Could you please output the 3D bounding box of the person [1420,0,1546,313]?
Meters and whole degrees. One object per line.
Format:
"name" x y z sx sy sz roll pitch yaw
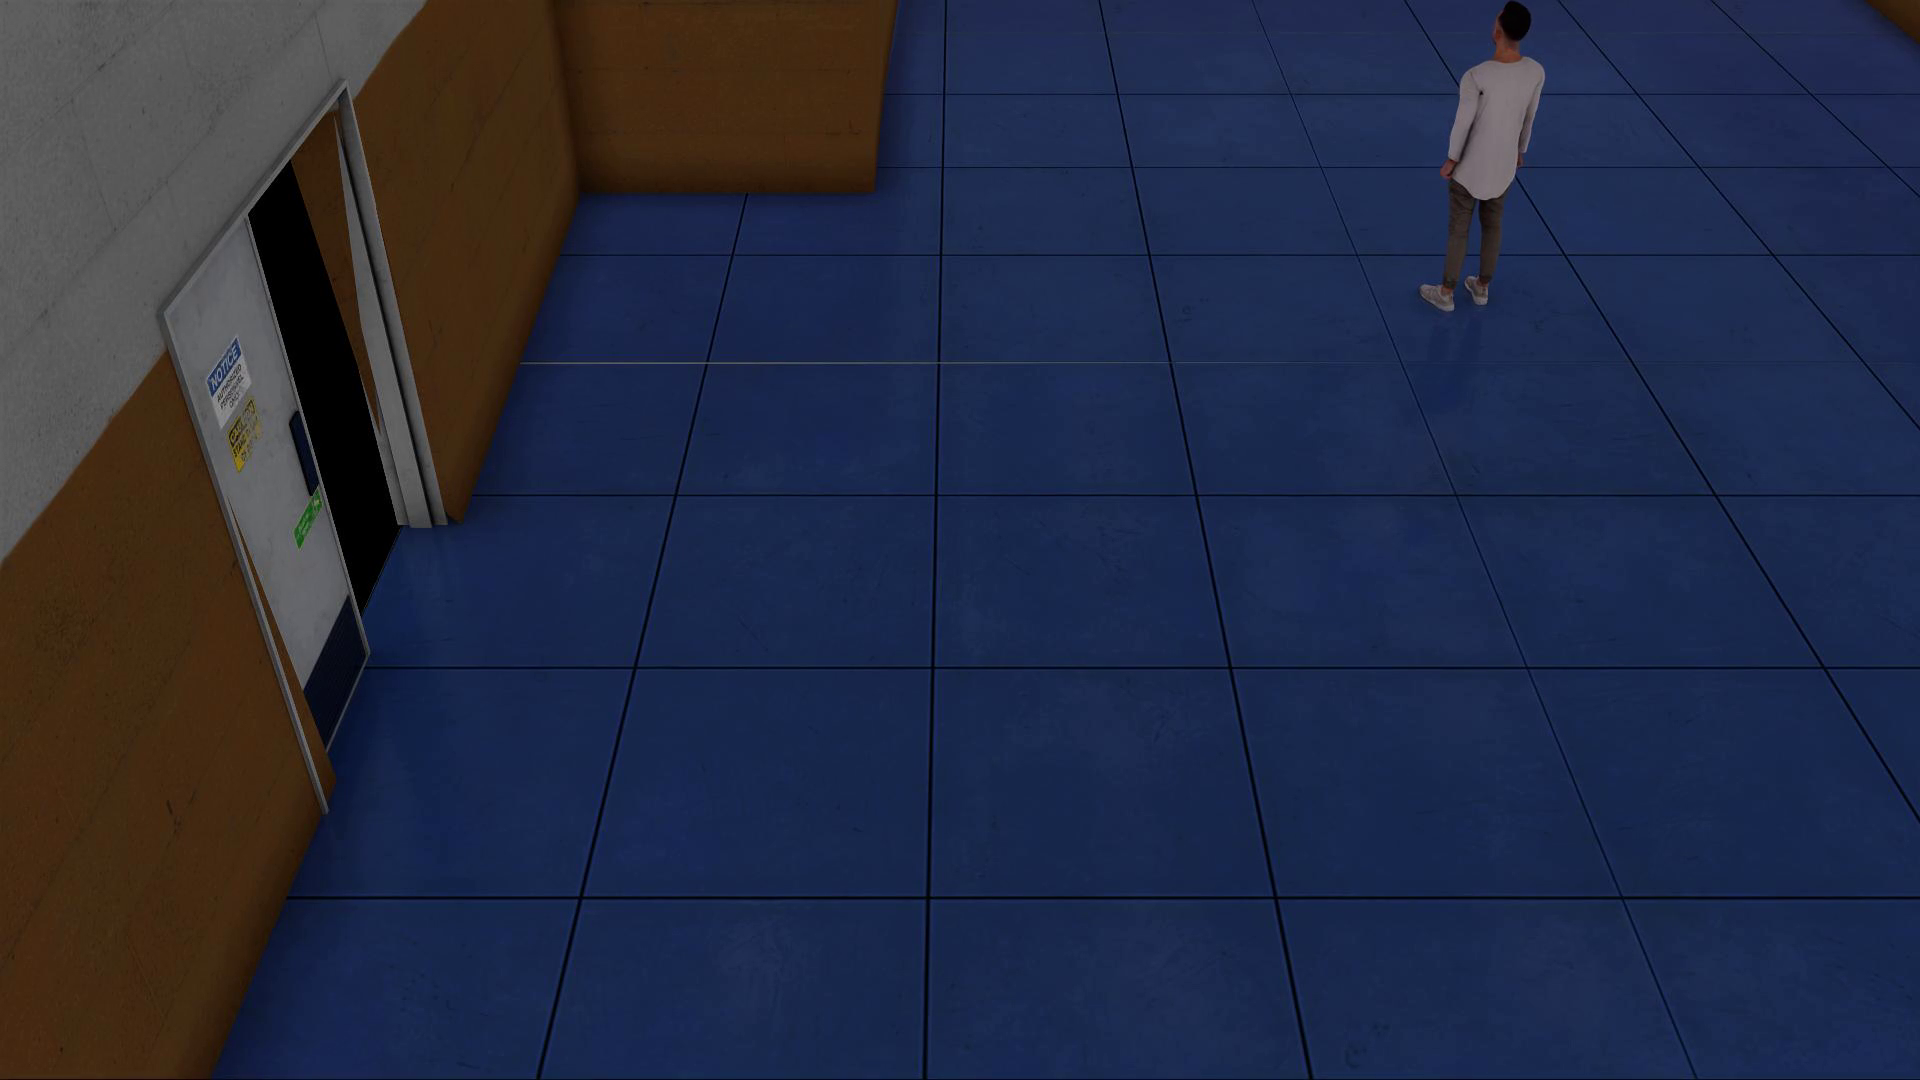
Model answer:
"person" 3.042 -2.198 9.606 0.601 1.840 0.784 -10 38 -13
